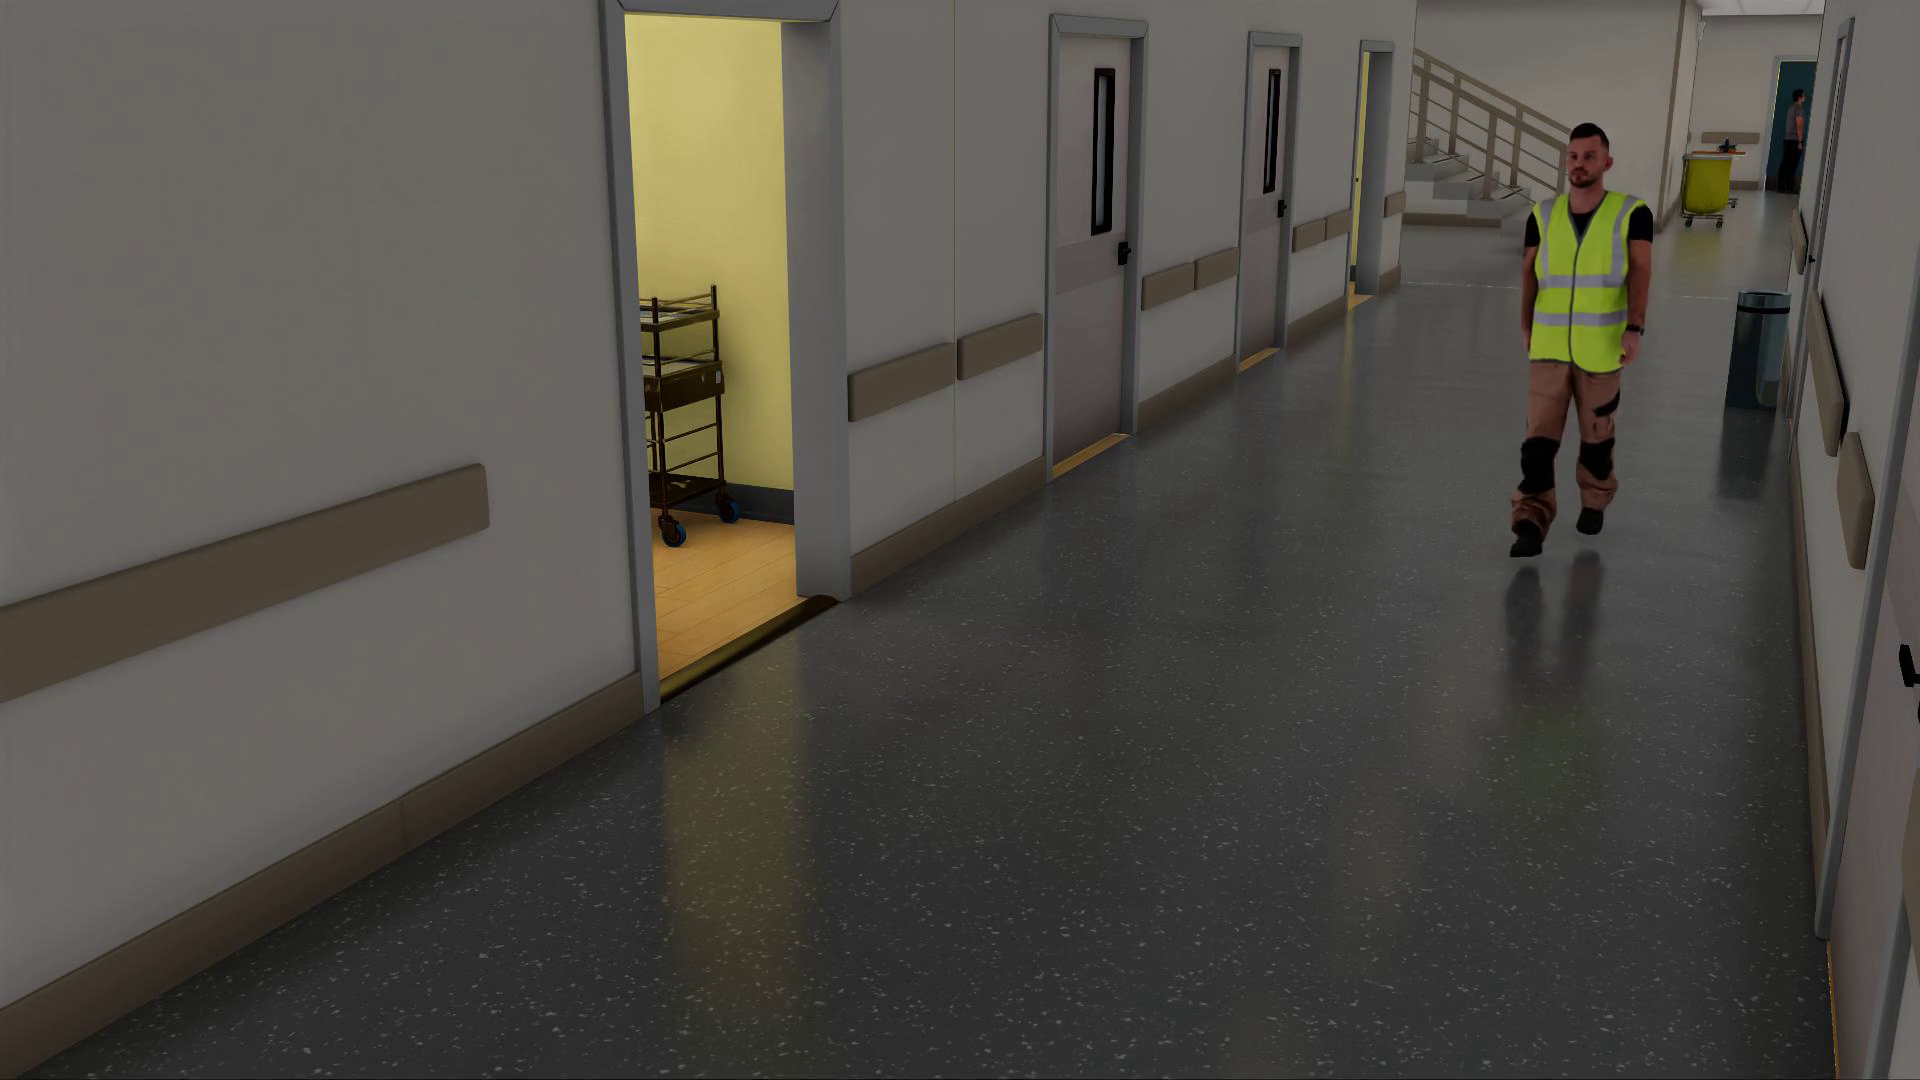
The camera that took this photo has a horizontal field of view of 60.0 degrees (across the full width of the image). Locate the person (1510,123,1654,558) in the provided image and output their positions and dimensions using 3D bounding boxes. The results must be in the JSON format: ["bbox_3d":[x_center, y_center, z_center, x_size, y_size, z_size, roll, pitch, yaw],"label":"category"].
[{"bbox_3d":[2.694,-0.841,7.174,1.092,1.809,0.749,8,17,25],"label":"person"}]

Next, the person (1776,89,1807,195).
[{"bbox_3d":[14.343,-6.862,28.631,0.690,1.755,0.694,0,16,0],"label":"person"}]
